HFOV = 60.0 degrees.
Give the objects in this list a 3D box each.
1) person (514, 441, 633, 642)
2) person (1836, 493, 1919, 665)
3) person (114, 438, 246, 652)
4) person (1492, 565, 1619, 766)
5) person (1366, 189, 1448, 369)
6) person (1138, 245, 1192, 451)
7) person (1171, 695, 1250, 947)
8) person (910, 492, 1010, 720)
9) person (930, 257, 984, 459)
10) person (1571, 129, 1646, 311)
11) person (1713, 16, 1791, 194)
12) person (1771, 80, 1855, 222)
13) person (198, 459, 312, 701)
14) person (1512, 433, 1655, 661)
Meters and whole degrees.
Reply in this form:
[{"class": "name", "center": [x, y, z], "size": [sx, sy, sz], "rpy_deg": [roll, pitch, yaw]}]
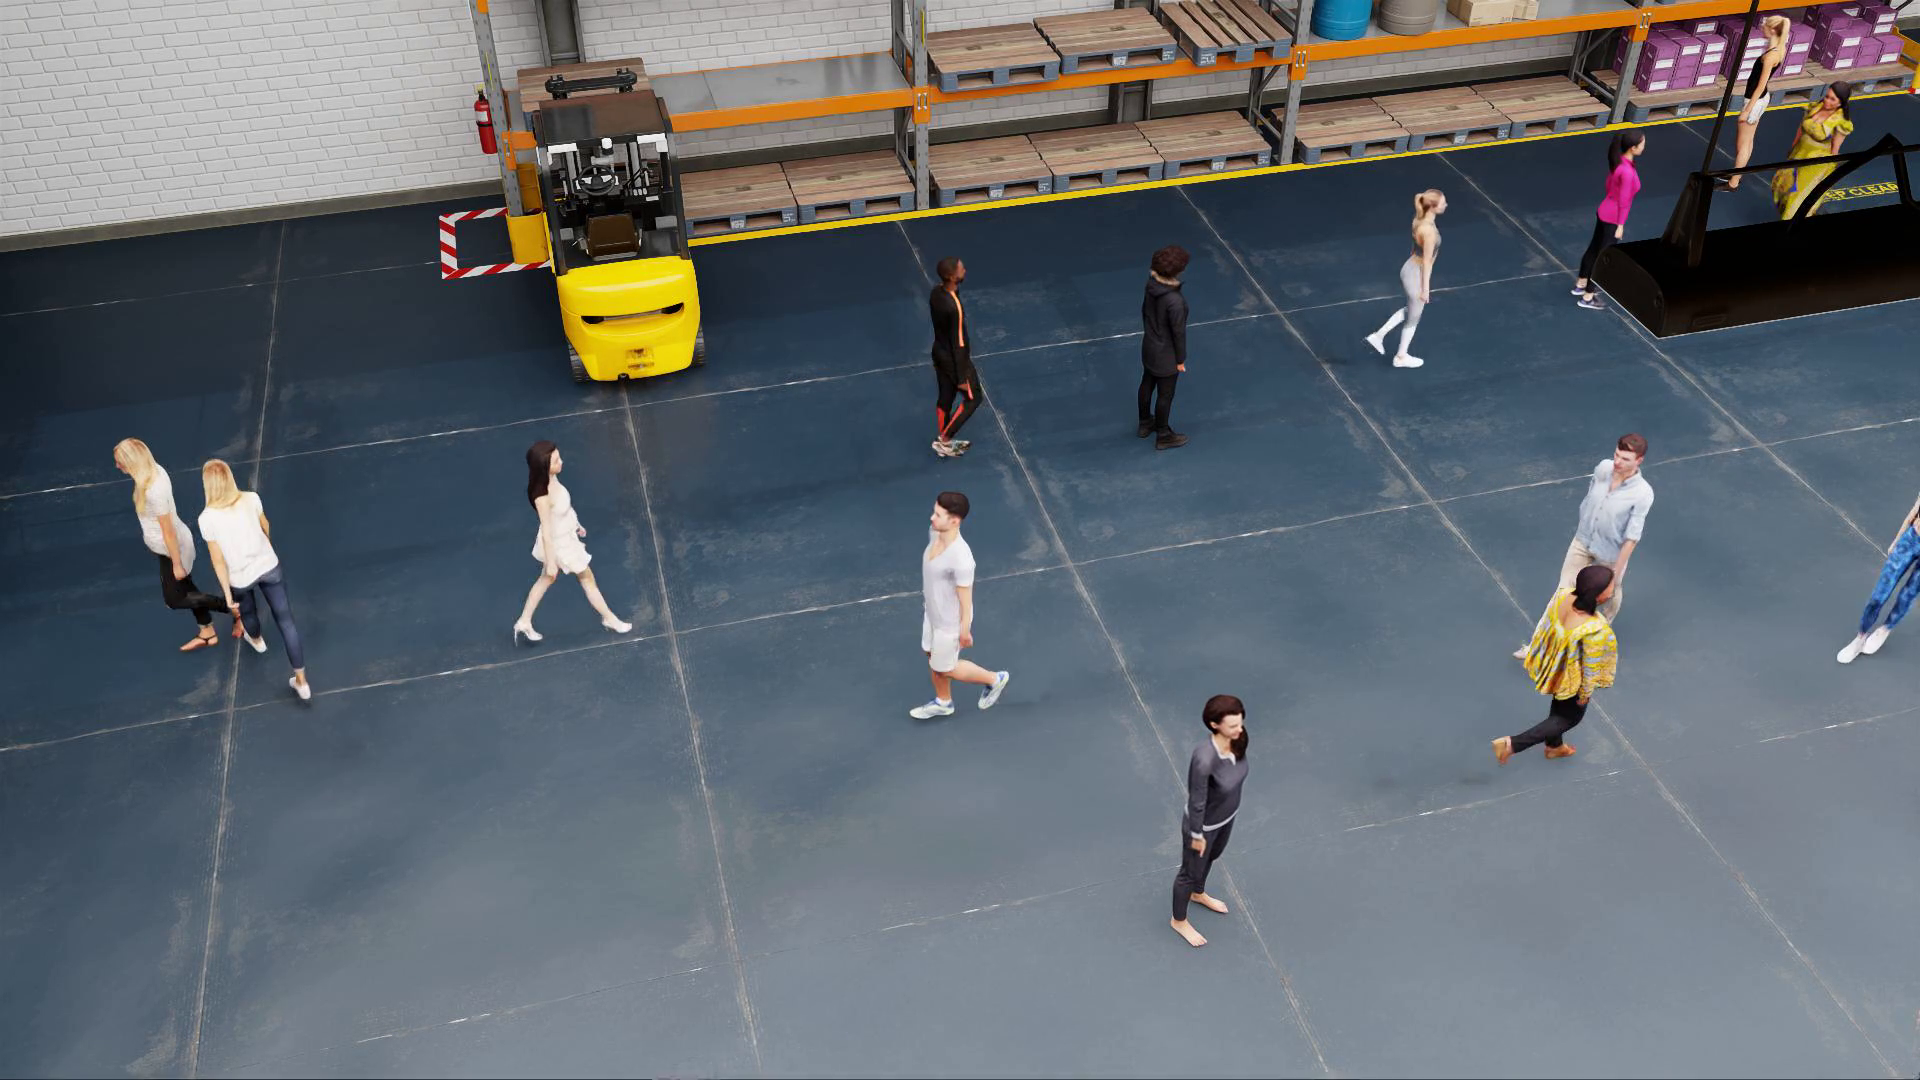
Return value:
[{"class": "person", "center": [-2.829, 0.052, 11.342], "size": [1.060, 1.688, 0.661], "rpy_deg": [-5, 39, -7]}, {"class": "person", "center": [6.527, 0.102, 11.228], "size": [0.877, 1.763, 0.779], "rpy_deg": [-28, 47, -31]}, {"class": "person", "center": [-5.219, 0.036, 11.264], "size": [0.845, 1.811, 0.735], "rpy_deg": [-19, 42, -22]}, {"class": "person", "center": [3.741, 0.837, 10.402], "size": [0.901, 1.634, 0.720], "rpy_deg": [-8, 39, -9]}, {"class": "person", "center": [3.805, -2.218, 14.180], "size": [0.801, 1.694, 0.663], "rpy_deg": [-2, 39, -2]}, {"class": "person", "center": [1.616, -1.534, 13.255], "size": [0.681, 1.779, 0.692], "rpy_deg": [-20, 43, -23]}, {"class": "person", "center": [1.406, 1.547, 9.407], "size": [0.745, 1.767, 0.661], "rpy_deg": [24, 45, 27]}, {"class": "person", "center": [-0.001, 0.437, 10.737], "size": [0.902, 1.842, 0.707], "rpy_deg": [-12, 40, -14]}, {"class": "person", "center": [-0.142, -1.389, 13.053], "size": [0.707, 1.804, 0.711], "rpy_deg": [-17, 42, -20]}, {"class": "person", "center": [5.888, -2.925, 15.069], "size": [0.656, 1.699, 0.656], "rpy_deg": [2, 39, 3]}, {"class": "person", "center": [8.046, -4.425, 16.817], "size": [0.746, 1.851, 0.670], "rpy_deg": [23, 44, 26]}, {"class": "person", "center": [8.245, -3.657, 16.032], "size": [1.035, 1.641, 0.827], "rpy_deg": [-17, 42, -20]}, {"class": "person", "center": [-4.606, 0.299, 10.975], "size": [1.165, 1.760, 0.942], "rpy_deg": [-26, 45, -28]}, {"class": "person", "center": [4.416, 0.038, 11.266], "size": [1.281, 1.804, 0.921], "rpy_deg": [-22, 44, -26]}]
